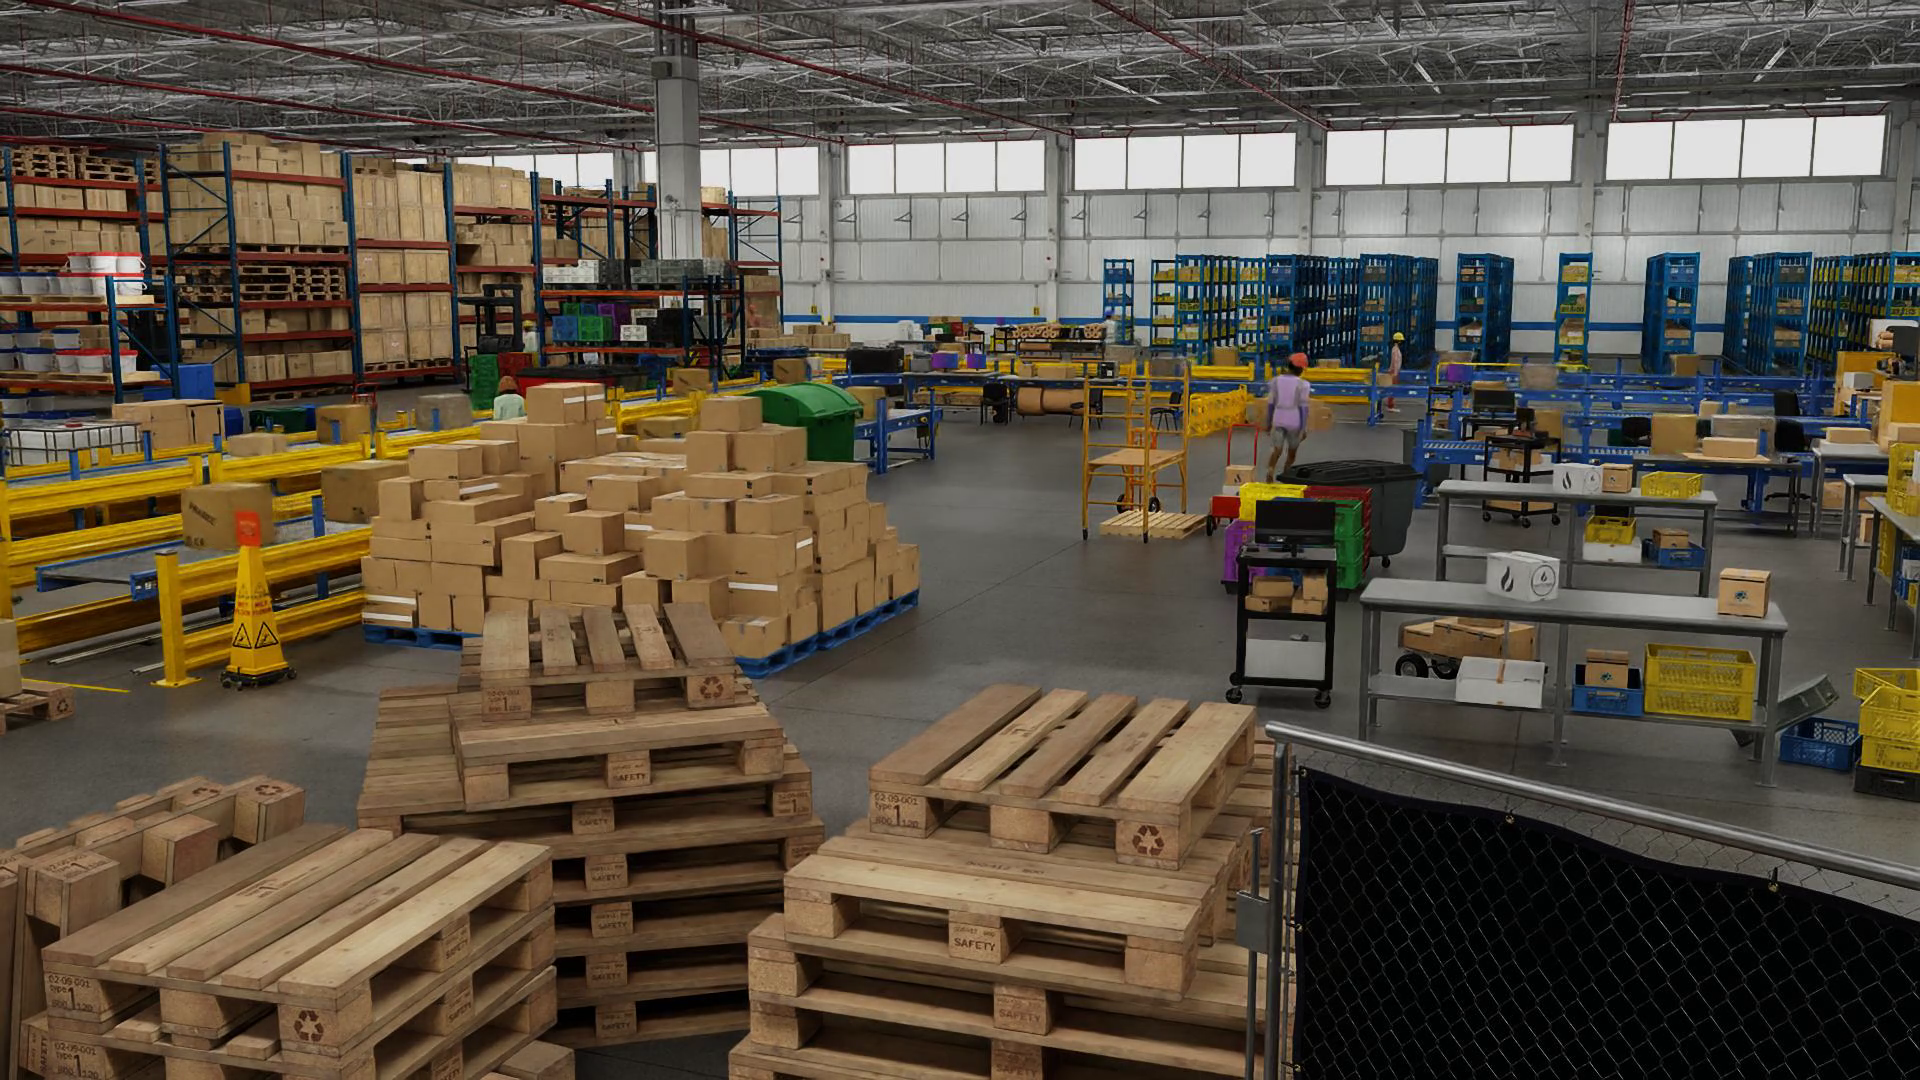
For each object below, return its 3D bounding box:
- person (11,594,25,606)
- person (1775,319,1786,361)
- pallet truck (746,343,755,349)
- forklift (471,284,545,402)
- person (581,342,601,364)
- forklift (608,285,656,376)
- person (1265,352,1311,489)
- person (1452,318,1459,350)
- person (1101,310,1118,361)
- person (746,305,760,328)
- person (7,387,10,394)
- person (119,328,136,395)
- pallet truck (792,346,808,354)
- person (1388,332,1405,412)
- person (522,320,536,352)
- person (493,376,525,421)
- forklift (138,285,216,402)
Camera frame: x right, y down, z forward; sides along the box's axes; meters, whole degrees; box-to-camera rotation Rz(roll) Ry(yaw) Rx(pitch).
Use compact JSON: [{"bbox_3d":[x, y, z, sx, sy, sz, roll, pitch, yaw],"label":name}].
[{"bbox_3d":[-8.929,-0.263,15.089,0.608,1.805,0.724,5,10,28],"label":"person"},{"bbox_3d":[23.889,-5.592,48.483,0.443,1.830,0.581,3,10,20],"label":"person"},{"bbox_3d":[-6.183,-4.618,44.264,1.601,1.201,0.680,-9,12,-43],"label":"pallet truck"},{"bbox_3d":[-10.832,-4.702,39.610,1.129,2.768,1.873,3,10,20],"label":"forklift"},{"bbox_3d":[-9.679,-4.750,43.634,0.533,1.678,0.607,-1,9,-5],"label":"person"},{"bbox_3d":[-9.780,-6.110,48.453,1.129,2.768,1.873,3,10,20],"label":"forklift"},{"bbox_3d":[4.516,-1.619,23.059,0.636,1.990,0.855,6,11,34],"label":"person"},{"bbox_3d":[15.486,-6.044,51.376,0.721,1.817,0.593,3,10,20],"label":"person"},{"bbox_3d":[4.779,-6.354,52.974,0.622,1.931,0.732,-3,10,-21],"label":"person"},{"bbox_3d":[-7.569,-7.563,60.495,0.649,1.939,1.005,4,10,21],"label":"person"},{"bbox_3d":[-20.841,-3.614,35.910,0.903,1.897,0.566,3,10,18],"label":"person"},{"bbox_3d":[-21.194,-4.503,41.757,0.582,1.801,0.841,3,10,19],"label":"person"},{"bbox_3d":[-3.705,-4.298,42.022,0.653,1.274,1.630,3,10,20],"label":"pallet truck"},{"bbox_3d":[9.692,-3.725,36.965,0.330,1.768,0.526,3,9,16],"label":"person"},{"bbox_3d":[-12.329,-5.353,47.225,0.547,1.741,0.711,3,10,19],"label":"person"},{"bbox_3d":[-6.336,-1.497,23.422,0.280,1.624,0.494,7,11,37],"label":"person"},{"bbox_3d":[-17.480,-4.200,36.461,1.873,2.768,1.129,3,10,19],"label":"forklift"}]
